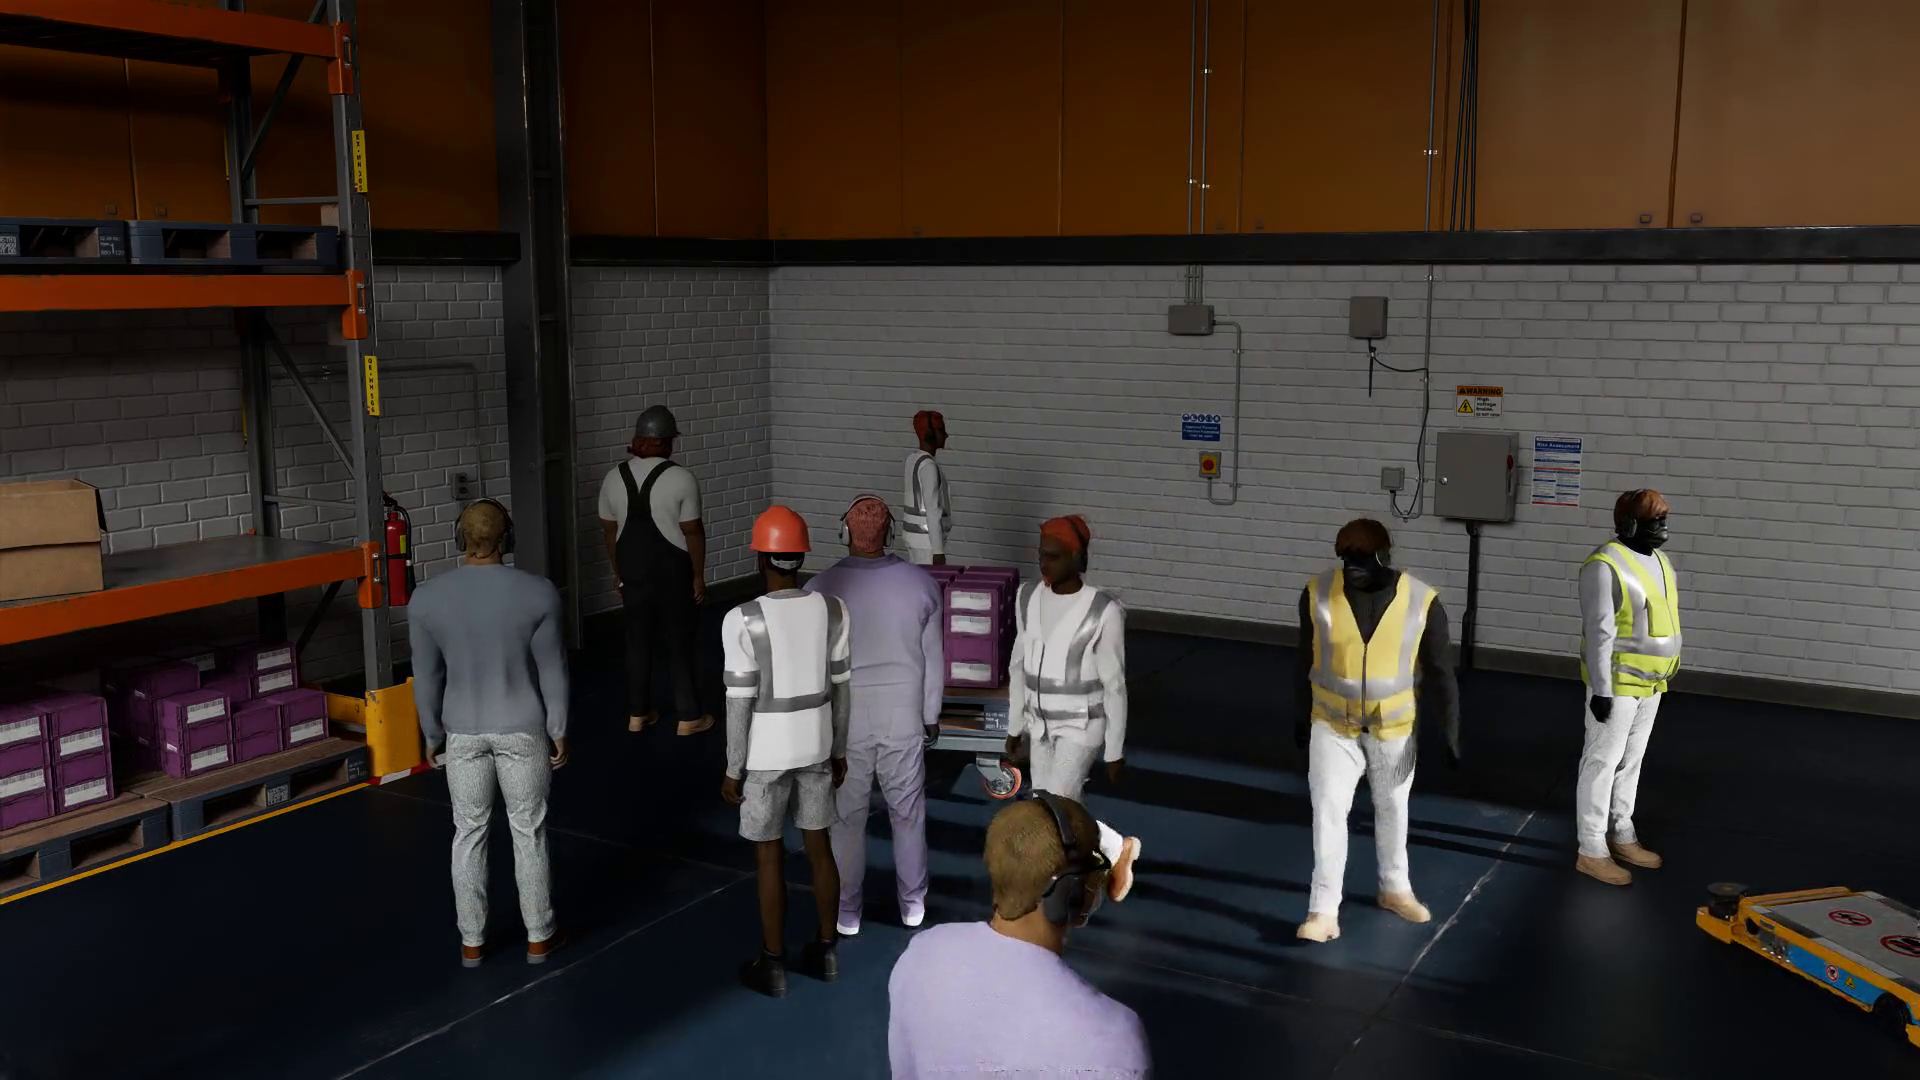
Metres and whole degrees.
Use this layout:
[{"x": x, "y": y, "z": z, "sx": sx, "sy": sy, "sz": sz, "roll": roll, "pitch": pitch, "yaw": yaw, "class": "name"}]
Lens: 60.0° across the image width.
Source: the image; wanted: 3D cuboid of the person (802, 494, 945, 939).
[{"x": -0.386, "y": 0.753, "z": 7.135, "sx": 0.639, "sy": 1.910, "sz": 0.406, "roll": -3, "pitch": 9, "yaw": -16, "class": "person"}]

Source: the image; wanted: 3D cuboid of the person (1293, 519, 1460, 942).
[{"x": 1.765, "y": 0.815, "z": 7.078, "sx": 0.701, "sy": 1.798, "sz": 0.775, "roll": 2, "pitch": 9, "yaw": 14, "class": "person"}]

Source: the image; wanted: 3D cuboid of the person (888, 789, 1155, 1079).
[{"x": 0.112, "y": 1.401, "z": 3.179, "sx": 1.038, "sy": 1.888, "sz": 0.654, "roll": -7, "pitch": 12, "yaw": -38, "class": "person"}]

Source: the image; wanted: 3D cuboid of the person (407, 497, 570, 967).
[{"x": -1.906, "y": 0.789, "z": 6.811, "sx": 0.627, "sy": 1.940, "sz": 0.370, "roll": -1, "pitch": 9, "yaw": -4, "class": "person"}]

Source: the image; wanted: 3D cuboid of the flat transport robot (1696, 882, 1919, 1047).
[{"x": 3.671, "y": 1.661, "z": 6.557, "sx": 0.652, "sy": 0.197, "sz": 1.431, "roll": -3, "pitch": 9, "yaw": -15, "class": "flat transport robot"}]

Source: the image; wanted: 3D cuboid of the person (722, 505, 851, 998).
[{"x": -0.699, "y": 0.827, "z": 6.583, "sx": 0.552, "sy": 1.935, "sz": 0.370, "roll": -6, "pitch": 11, "yaw": -33, "class": "person"}]

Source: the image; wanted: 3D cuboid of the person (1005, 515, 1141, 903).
[{"x": 0.499, "y": 0.793, "z": 7.051, "sx": 0.793, "sy": 1.853, "sz": 0.568, "roll": -8, "pitch": 12, "yaw": -39, "class": "person"}]

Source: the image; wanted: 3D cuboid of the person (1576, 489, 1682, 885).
[{"x": 3.153, "y": 0.674, "z": 7.836, "sx": 0.619, "sy": 1.845, "sz": 0.430, "roll": -8, "pitch": 12, "yaw": -41, "class": "person"}]

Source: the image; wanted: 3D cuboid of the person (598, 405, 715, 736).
[{"x": -1.838, "y": 0.180, "z": 10.296, "sx": 0.673, "sy": 2.000, "sz": 0.536, "roll": 3, "pitch": 10, "yaw": 20, "class": "person"}]

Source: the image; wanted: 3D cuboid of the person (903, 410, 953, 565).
[{"x": -0.223, "y": 0.029, "z": 11.735, "sx": 0.355, "sy": 1.883, "sz": 0.574, "roll": -3, "pitch": 9, "yaw": -16, "class": "person"}]
